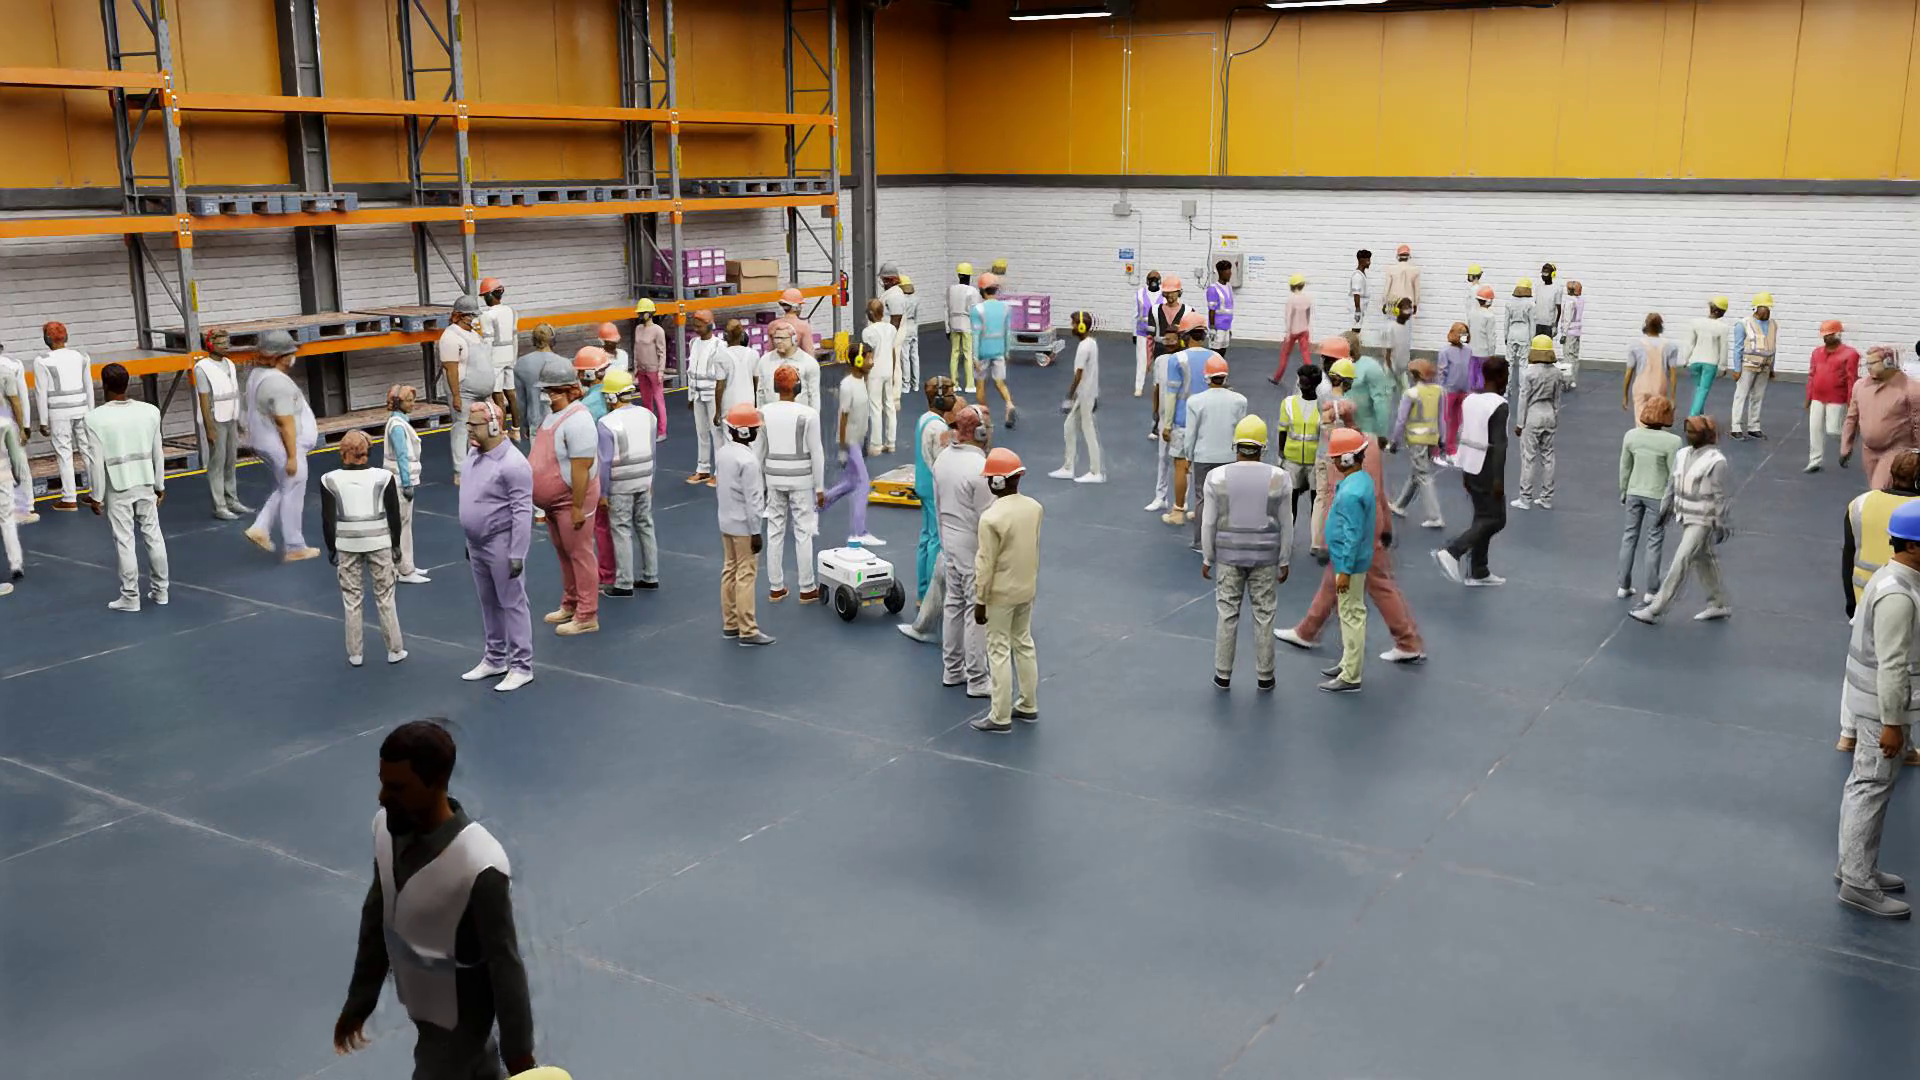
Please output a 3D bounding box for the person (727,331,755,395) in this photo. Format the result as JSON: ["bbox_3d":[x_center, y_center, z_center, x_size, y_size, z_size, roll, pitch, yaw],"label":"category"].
[{"bbox_3d":[-2.320,-1.394,17.601,0.316,1.697,0.542,0,13,1],"label":"person"}]

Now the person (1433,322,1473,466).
[{"bbox_3d":[5.622,-1.667,18.927,0.507,1.631,0.265,-8,15,-30],"label":"person"}]

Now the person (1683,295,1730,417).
[{"bbox_3d":[9.623,-2.269,21.310,0.745,1.726,0.547,-9,16,-34],"label":"person"}]

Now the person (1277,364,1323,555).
[{"bbox_3d":[3.050,-0.711,14.649,0.540,1.692,0.317,6,14,23],"label":"person"}]

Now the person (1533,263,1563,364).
[{"bbox_3d":[8.951,-3.300,25.496,0.328,1.872,0.510,-9,16,-34],"label":"person"}]

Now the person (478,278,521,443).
[{"bbox_3d":[-5.613,-2.155,20.165,0.395,2.034,0.615,6,14,23],"label":"person"}]

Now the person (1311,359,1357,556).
[{"bbox_3d":[3.265,-0.691,14.427,0.339,1.761,0.524,-6,14,-23],"label":"person"}]

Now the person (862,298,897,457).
[{"bbox_3d":[-0.956,-1.899,19.469,0.507,1.847,0.343,-13,18,-43],"label":"person"}]

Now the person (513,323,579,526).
[{"bbox_3d":[-3.881,-1.081,15.723,0.631,1.939,0.372,4,13,15],"label":"person"}]

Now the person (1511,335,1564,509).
[{"bbox_3d":[5.756,-1.177,16.587,0.480,1.734,0.334,-5,14,-20],"label":"person"}]

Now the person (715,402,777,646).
[{"bbox_3d":[-1.549,-0.121,11.956,0.339,1.752,0.564,-8,15,-30],"label":"person"}]

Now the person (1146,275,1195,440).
[{"bbox_3d":[2.584,-2.231,20.478,0.607,2.044,0.376,4,13,15],"label":"person"}]

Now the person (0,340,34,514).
[{"bbox_3d":[-9.168,-1.086,15.861,0.349,1.881,0.577,10,16,37],"label":"person"}]

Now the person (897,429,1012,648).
[{"bbox_3d":[-0.008,-0.001,11.799,0.884,1.591,0.526,7,15,29],"label":"person"}]

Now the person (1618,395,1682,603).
[{"bbox_3d":[5.427,-0.326,13.105,0.279,1.635,0.502,-9,16,-35],"label":"person"}]

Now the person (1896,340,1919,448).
[{"bbox_3d":[9.761,-1.247,16.991,0.319,1.688,0.539,-6,14,-23],"label":"person"}]

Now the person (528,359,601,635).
[{"bbox_3d":[-2.922,-0.330,12.239,0.535,2.000,0.683,-7,15,-28],"label":"person"}]

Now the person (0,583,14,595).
[{"bbox_3d":[-7.922,-0.517,13.156,0.612,1.993,0.390,3,13,12],"label":"person"}]

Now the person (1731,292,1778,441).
[{"bbox_3d":[9.828,-2.143,20.551,0.590,1.837,0.404,-3,13,-15],"label":"person"}]

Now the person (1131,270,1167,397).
[{"bbox_3d":[2.814,-3.009,24.295,0.624,1.845,0.430,2,13,8],"label":"person"}]

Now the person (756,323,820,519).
[{"bbox_3d":[-1.671,-1.137,16.032,0.640,1.910,0.401,4,14,18],"label":"person"}]

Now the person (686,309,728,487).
[{"bbox_3d":[-2.695,-1.512,17.713,0.575,1.882,0.355,10,16,37],"label":"person"}]

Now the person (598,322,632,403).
[{"bbox_3d":[-3.820,-1.523,18.106,0.533,1.727,0.572,8,15,31],"label":"person"}]

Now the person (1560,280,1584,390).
[{"bbox_3d":[9.205,-3.083,25.058,0.308,1.641,0.514,11,17,40],"label":"person"}]

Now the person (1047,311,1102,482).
[{"bbox_3d":[1.215,-1.523,17.837,0.717,1.848,0.512,1,13,6],"label":"person"}]

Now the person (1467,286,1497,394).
[{"bbox_3d":[7.059,-2.547,22.472,0.321,1.755,0.563,-4,14,-18],"label":"person"}]

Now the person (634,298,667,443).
[{"bbox_3d":[-3.817,-2.075,20.408,0.524,1.769,0.314,10,17,38],"label":"person"}]

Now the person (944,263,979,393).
[{"bbox_3d":[0.052,-3.143,24.689,0.595,1.925,0.375,7,15,29],"label":"person"}]

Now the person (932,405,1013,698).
[{"bbox_3d":[0.095,0.071,10.795,0.409,1.905,0.651,-8,15,-30],"label":"person"}]

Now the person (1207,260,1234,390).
[{"bbox_3d":[3.891,-3.192,24.812,0.361,1.963,0.614,9,16,34],"label":"person"}]

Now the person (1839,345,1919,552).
[{"bbox_3d":[8.049,-0.767,14.546,0.935,1.859,0.669,-5,14,-22],"label":"person"}]

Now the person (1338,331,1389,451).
[{"bbox_3d":[3.704,-0.972,15.380,0.361,1.896,0.738,-7,15,-27],"label":"person"}]

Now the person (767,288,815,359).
[{"bbox_3d":[-1.910,-1.877,19.048,0.610,1.993,0.376,6,14,26],"label":"person"}]

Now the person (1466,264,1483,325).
[{"bbox_3d":[8.261,-3.556,26.832,0.326,1.767,0.533,6,14,25],"label":"person"}]

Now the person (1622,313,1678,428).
[{"bbox_3d":[7.565,-1.586,18.248,0.515,1.790,1.018,3,13,13],"label":"person"}]

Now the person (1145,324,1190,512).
[{"bbox_3d":[2.102,-1.181,16.319,0.519,1.864,0.335,10,16,36],"label":"person"}]

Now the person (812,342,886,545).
[{"bbox_3d":[-1.061,-0.877,15.096,0.775,1.841,0.545,3,13,11],"label":"person"}]

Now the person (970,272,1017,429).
[{"bbox_3d":[0.413,-2.413,21.328,0.617,2.025,0.845,-7,15,-27],"label":"person"}]
